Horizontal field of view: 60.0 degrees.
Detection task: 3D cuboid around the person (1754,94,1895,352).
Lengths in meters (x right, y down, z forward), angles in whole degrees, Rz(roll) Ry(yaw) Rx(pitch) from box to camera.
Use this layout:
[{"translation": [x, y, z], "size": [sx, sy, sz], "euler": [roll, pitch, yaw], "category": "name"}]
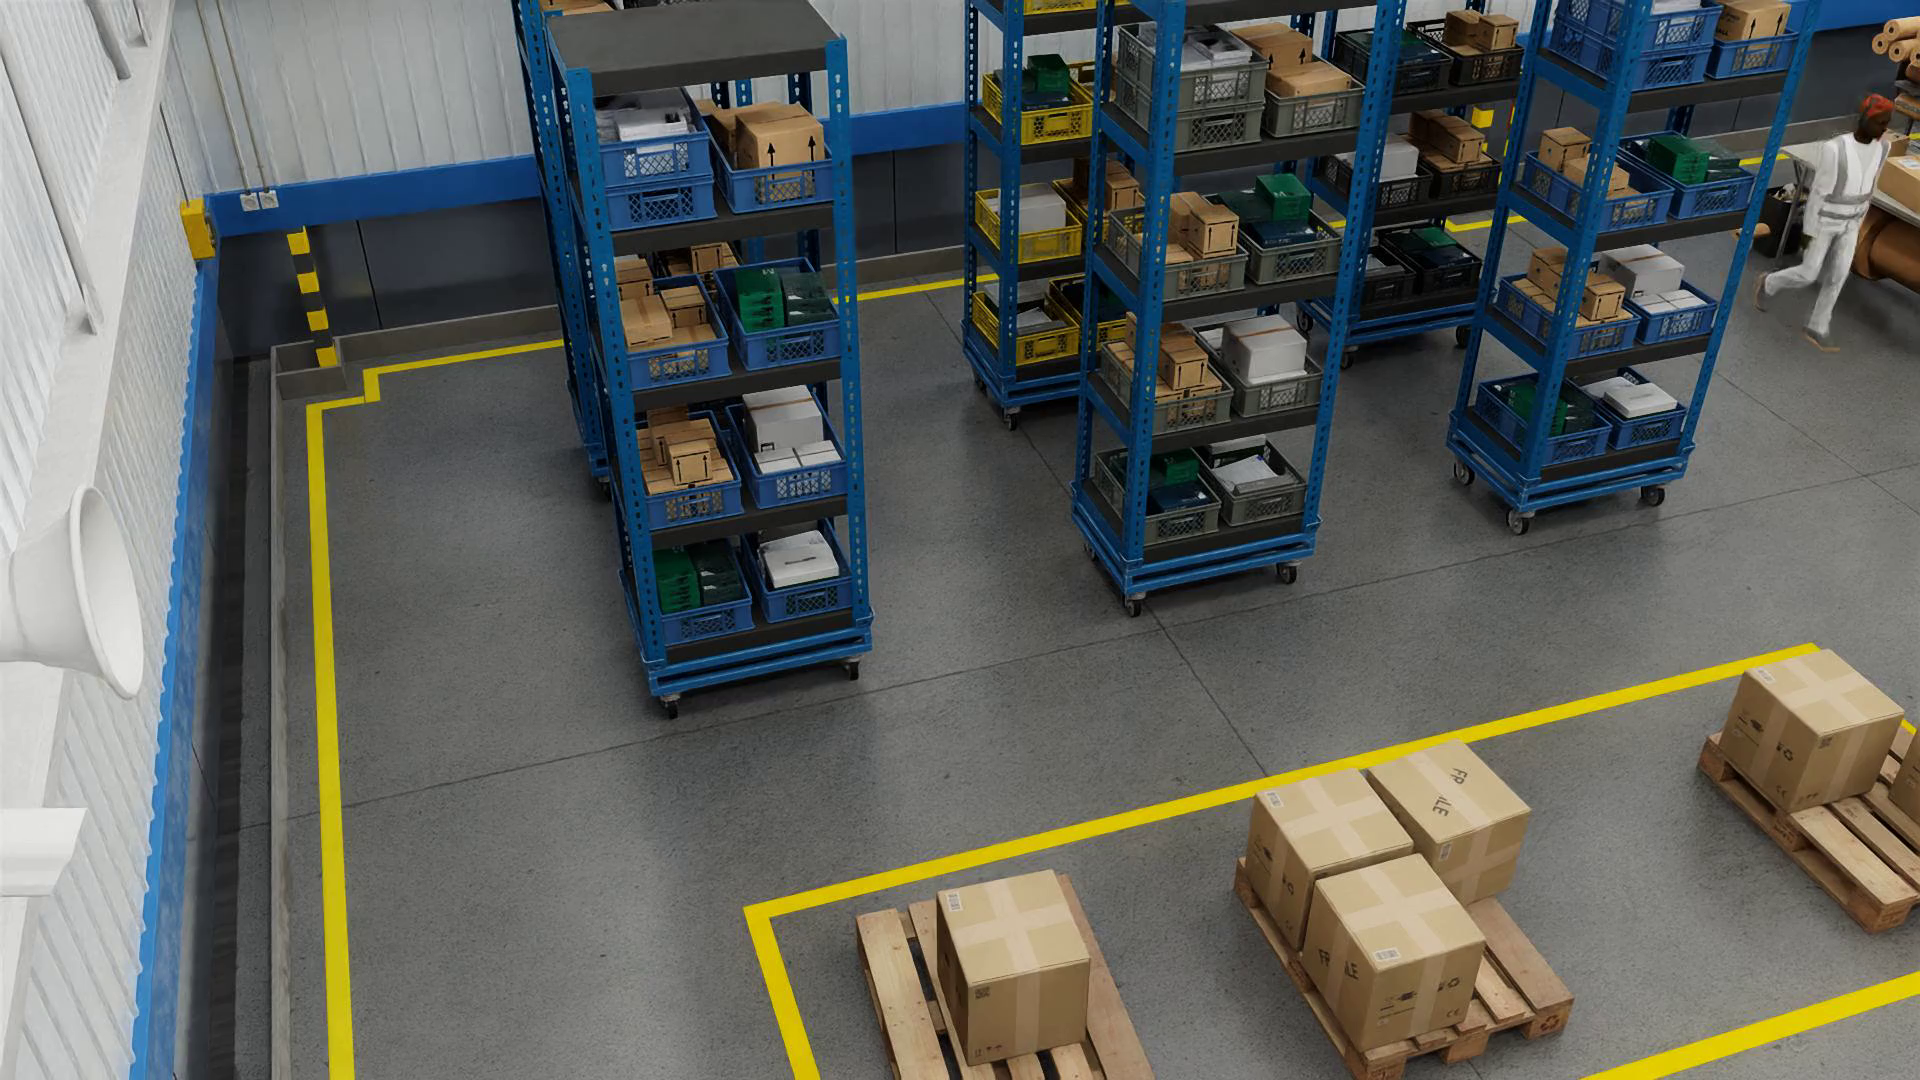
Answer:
[{"translation": [6.253, -2.308, 11.945], "size": [0.583, 1.859, 0.685], "euler": [-9, 36, -12], "category": "person"}]
